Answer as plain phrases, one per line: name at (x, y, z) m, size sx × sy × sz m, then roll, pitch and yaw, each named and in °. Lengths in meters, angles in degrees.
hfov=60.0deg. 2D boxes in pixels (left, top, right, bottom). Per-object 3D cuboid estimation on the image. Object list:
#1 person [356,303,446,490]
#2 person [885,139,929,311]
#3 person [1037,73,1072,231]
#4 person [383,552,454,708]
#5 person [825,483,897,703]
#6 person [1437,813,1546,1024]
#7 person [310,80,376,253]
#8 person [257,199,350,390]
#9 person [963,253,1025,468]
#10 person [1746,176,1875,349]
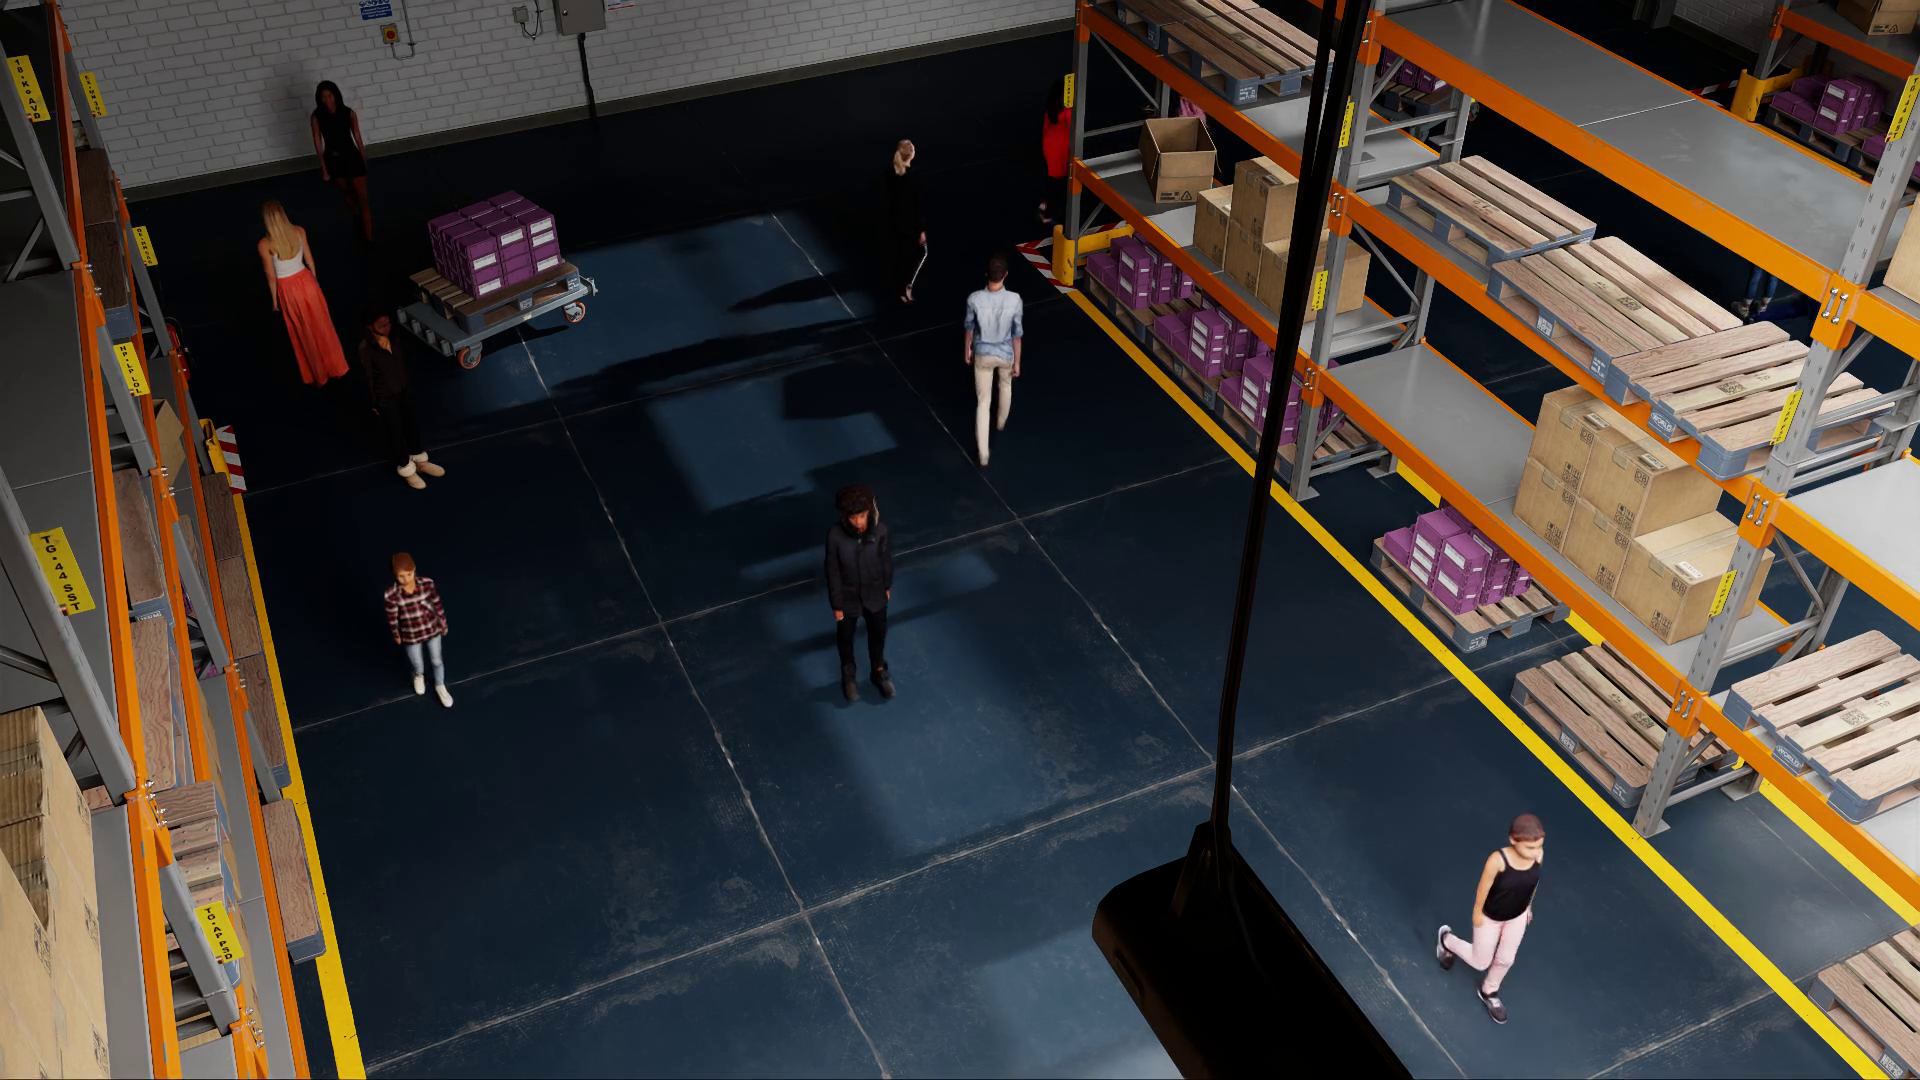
person at (-4.599, -1.195, 13.446) m, size 0.760 × 1.664 × 0.702 m, roll -21°, pitch 43°, yaw -24°
person at (-0.546, -2.898, 15.554) m, size 0.696 × 1.695 × 0.795 m, roll 21°, pitch 43°, yaw 24°
person at (0.925, -3.859, 16.733) m, size 0.736 × 1.724 × 0.651 m, roll -26°, pitch 45°, yaw -29°
person at (-3.758, 0.579, 11.518) m, size 0.568 × 1.298 × 0.641 m, roll -22°, pitch 44°, yaw -25°
person at (-0.712, 0.322, 11.457) m, size 0.650 × 1.775 × 0.639 m, roll -12°, pitch 40°, yaw -15°
person at (3.040, 2.066, 9.452) m, size 0.594 × 1.552 × 0.833 m, roll -11°, pitch 40°, yaw -13°
person at (-6.165, -3.784, 16.668) m, size 0.749 × 1.689 × 1.210 m, roll -9°, pitch 39°, yaw -11°
person at (-5.787, -2.151, 14.534) m, size 0.698 × 1.801 × 0.703 m, roll 30°, pitch 47°, yaw 32°
person at (0.262, -1.448, 13.646) m, size 1.062 × 1.809 × 1.294 m, roll 3°, pitch 39°, yaw 4°
person at (7.609, -2.386, 14.784) m, size 1.217 × 1.854 × 1.073 m, roll 19°, pitch 43°, yaw 23°
